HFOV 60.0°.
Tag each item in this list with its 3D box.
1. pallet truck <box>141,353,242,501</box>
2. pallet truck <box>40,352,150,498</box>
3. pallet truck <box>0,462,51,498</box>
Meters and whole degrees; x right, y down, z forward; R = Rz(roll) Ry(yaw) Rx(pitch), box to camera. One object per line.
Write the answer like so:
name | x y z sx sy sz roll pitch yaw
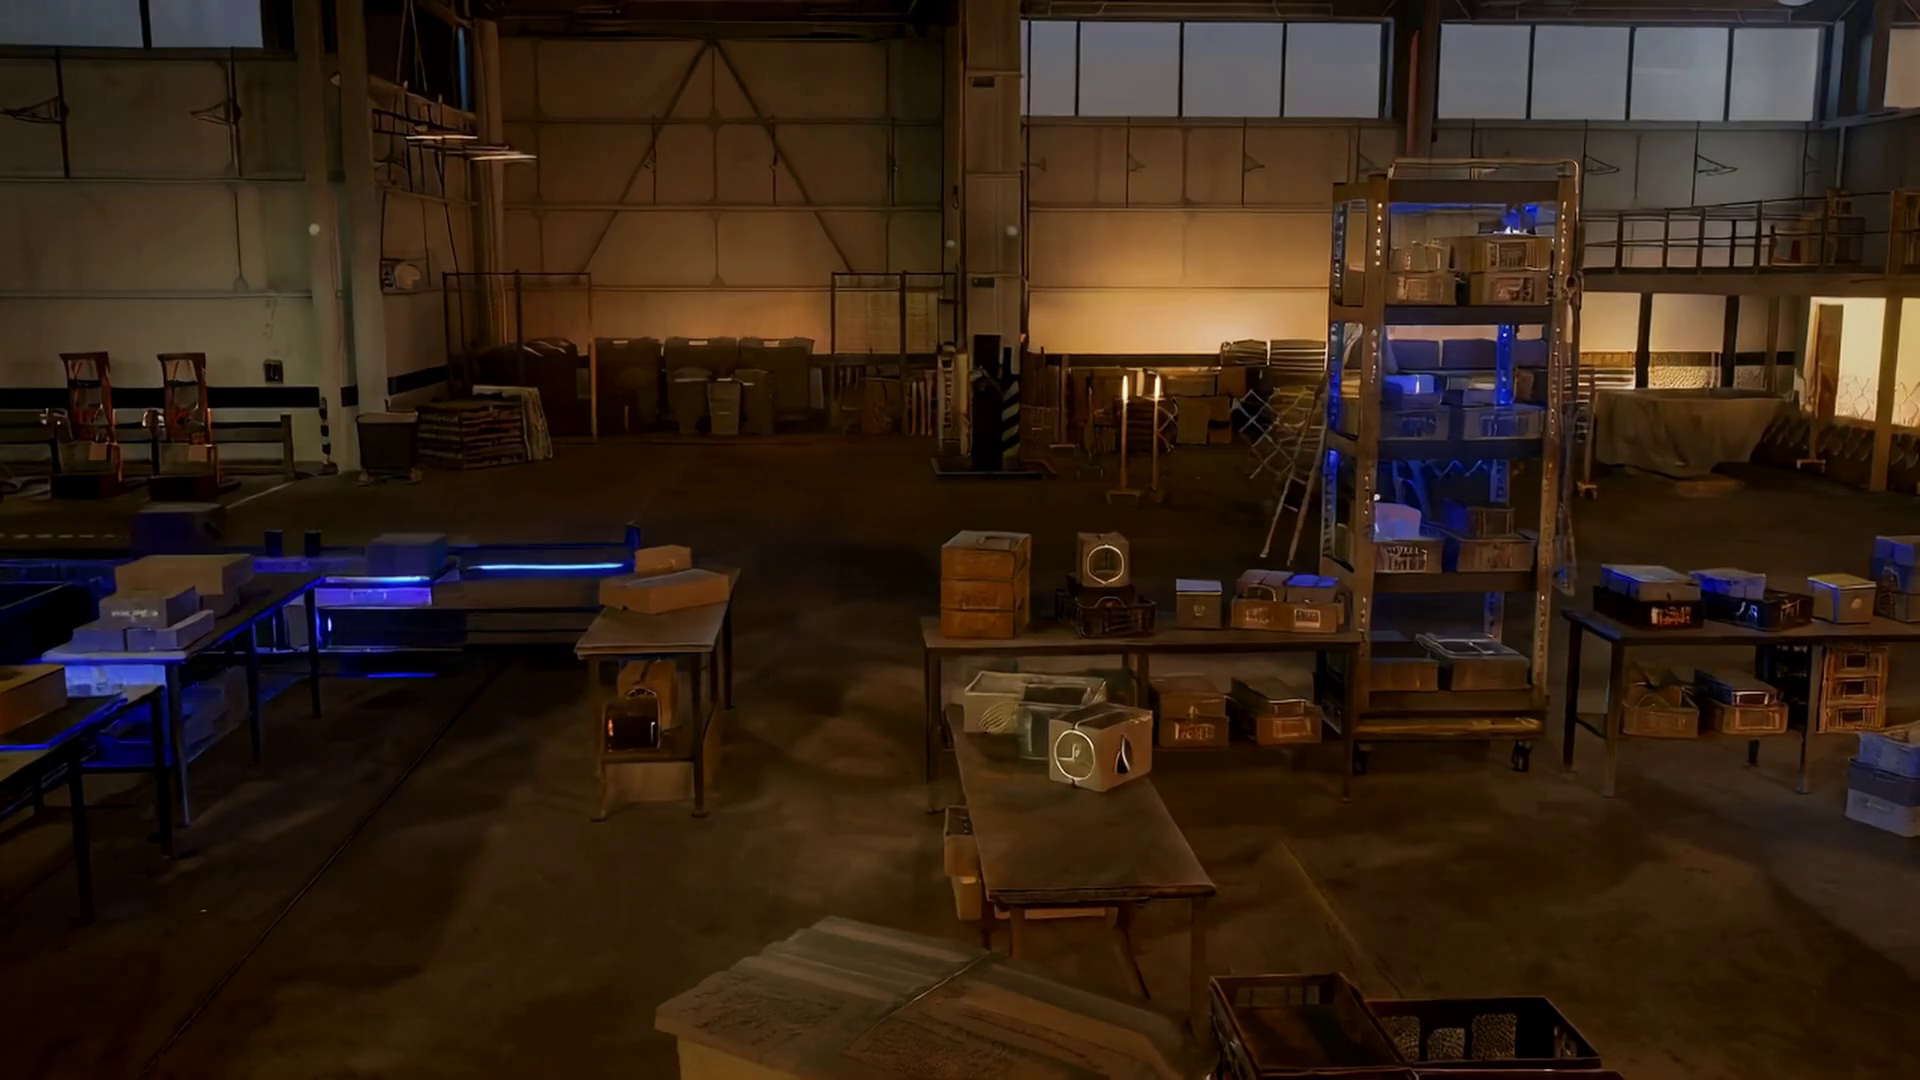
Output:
pallet truck | -10.520 -1.604 22.925 0.823 1.965 1.885 -1 9 -6
pallet truck | -11.907 -1.642 23.165 0.823 1.965 1.885 0 9 0
pallet truck | -13.193 -1.293 23.148 0.653 1.274 1.630 -1 9 -4
